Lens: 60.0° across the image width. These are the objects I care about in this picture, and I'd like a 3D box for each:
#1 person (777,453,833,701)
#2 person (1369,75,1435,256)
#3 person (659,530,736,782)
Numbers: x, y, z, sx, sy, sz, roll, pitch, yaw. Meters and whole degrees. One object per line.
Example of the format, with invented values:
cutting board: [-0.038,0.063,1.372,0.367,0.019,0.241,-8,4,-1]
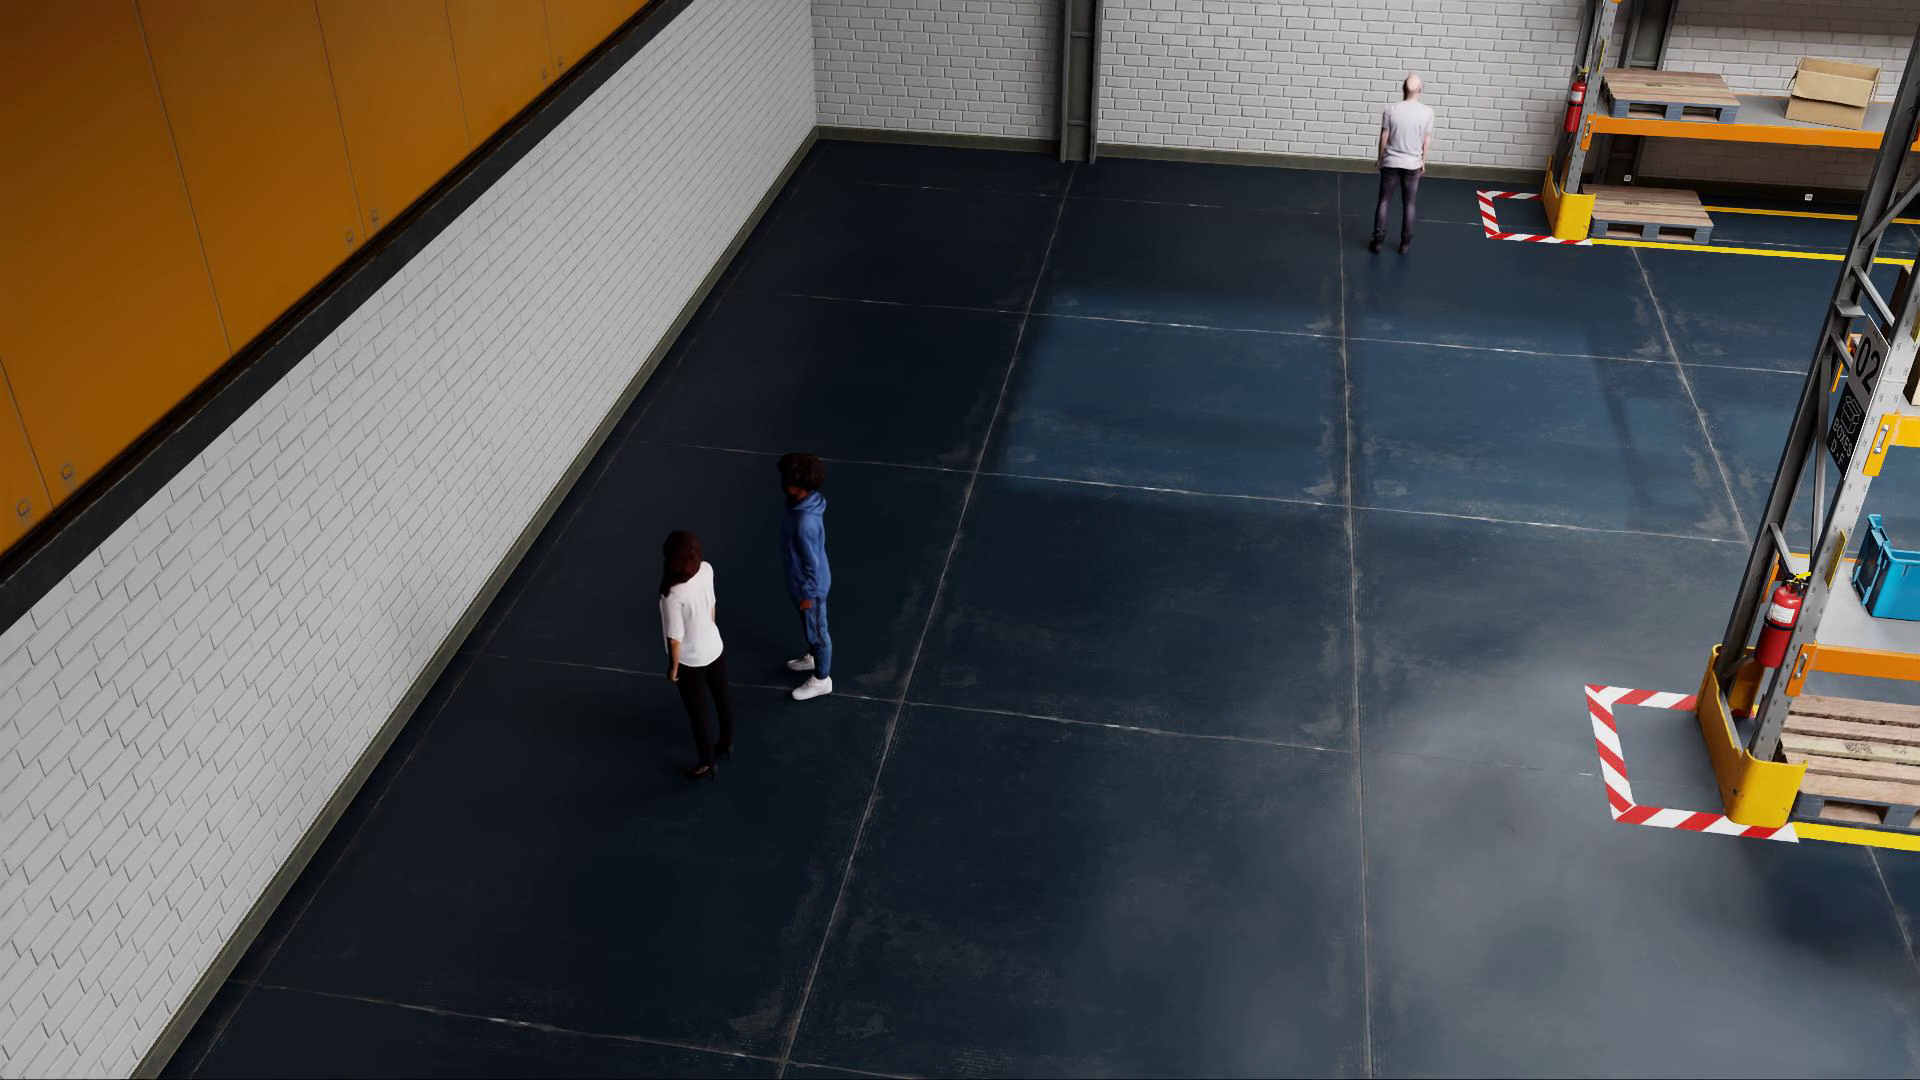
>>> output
person: [-0.987,0.213,10.793,0.681,1.811,0.736,-4,34,-6]
person: [4.451,-3.787,16.793,0.507,1.831,0.701,6,34,9]
person: [-1.576,0.705,10.067,0.640,1.794,0.669,18,38,25]
